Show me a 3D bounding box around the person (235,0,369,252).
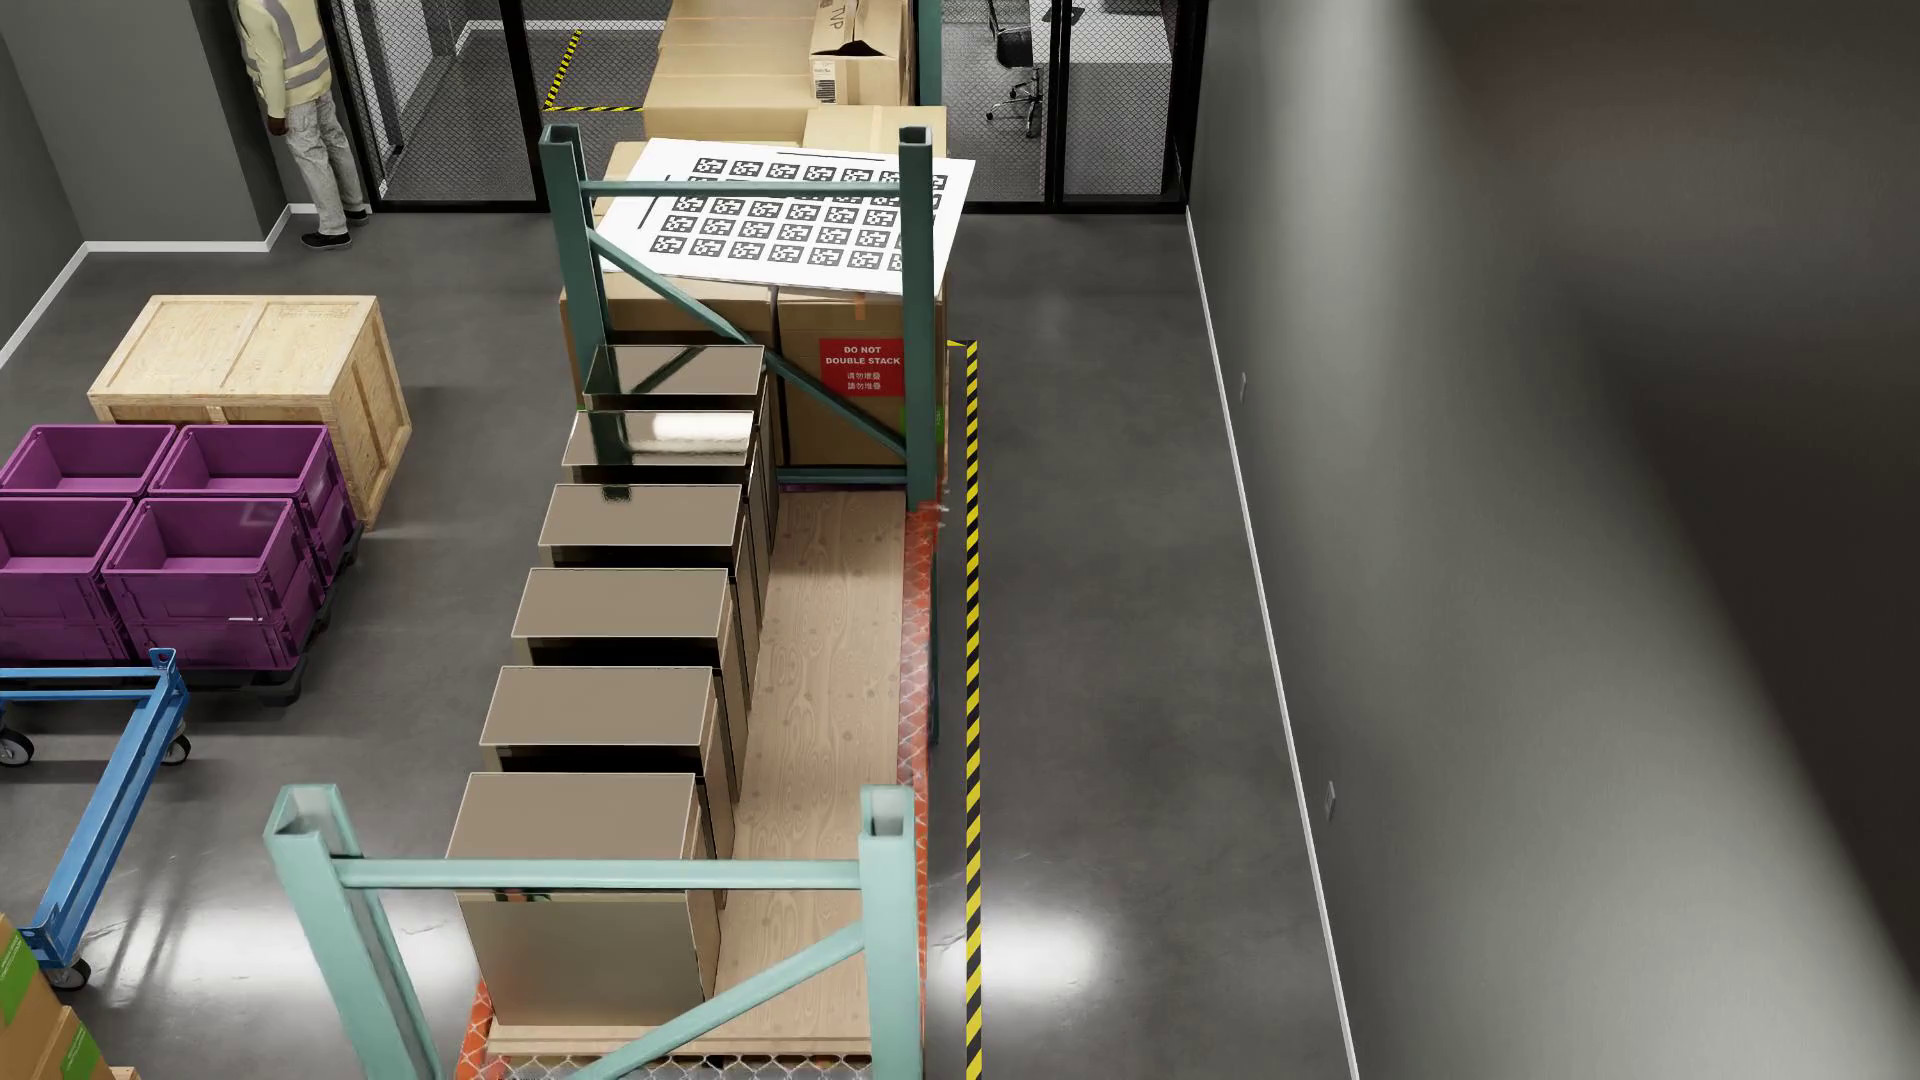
[{"bbox_3d":[-3.489,-2.387,8.694,0.403,1.832,0.594,6,42,7],"label":"person"}]
